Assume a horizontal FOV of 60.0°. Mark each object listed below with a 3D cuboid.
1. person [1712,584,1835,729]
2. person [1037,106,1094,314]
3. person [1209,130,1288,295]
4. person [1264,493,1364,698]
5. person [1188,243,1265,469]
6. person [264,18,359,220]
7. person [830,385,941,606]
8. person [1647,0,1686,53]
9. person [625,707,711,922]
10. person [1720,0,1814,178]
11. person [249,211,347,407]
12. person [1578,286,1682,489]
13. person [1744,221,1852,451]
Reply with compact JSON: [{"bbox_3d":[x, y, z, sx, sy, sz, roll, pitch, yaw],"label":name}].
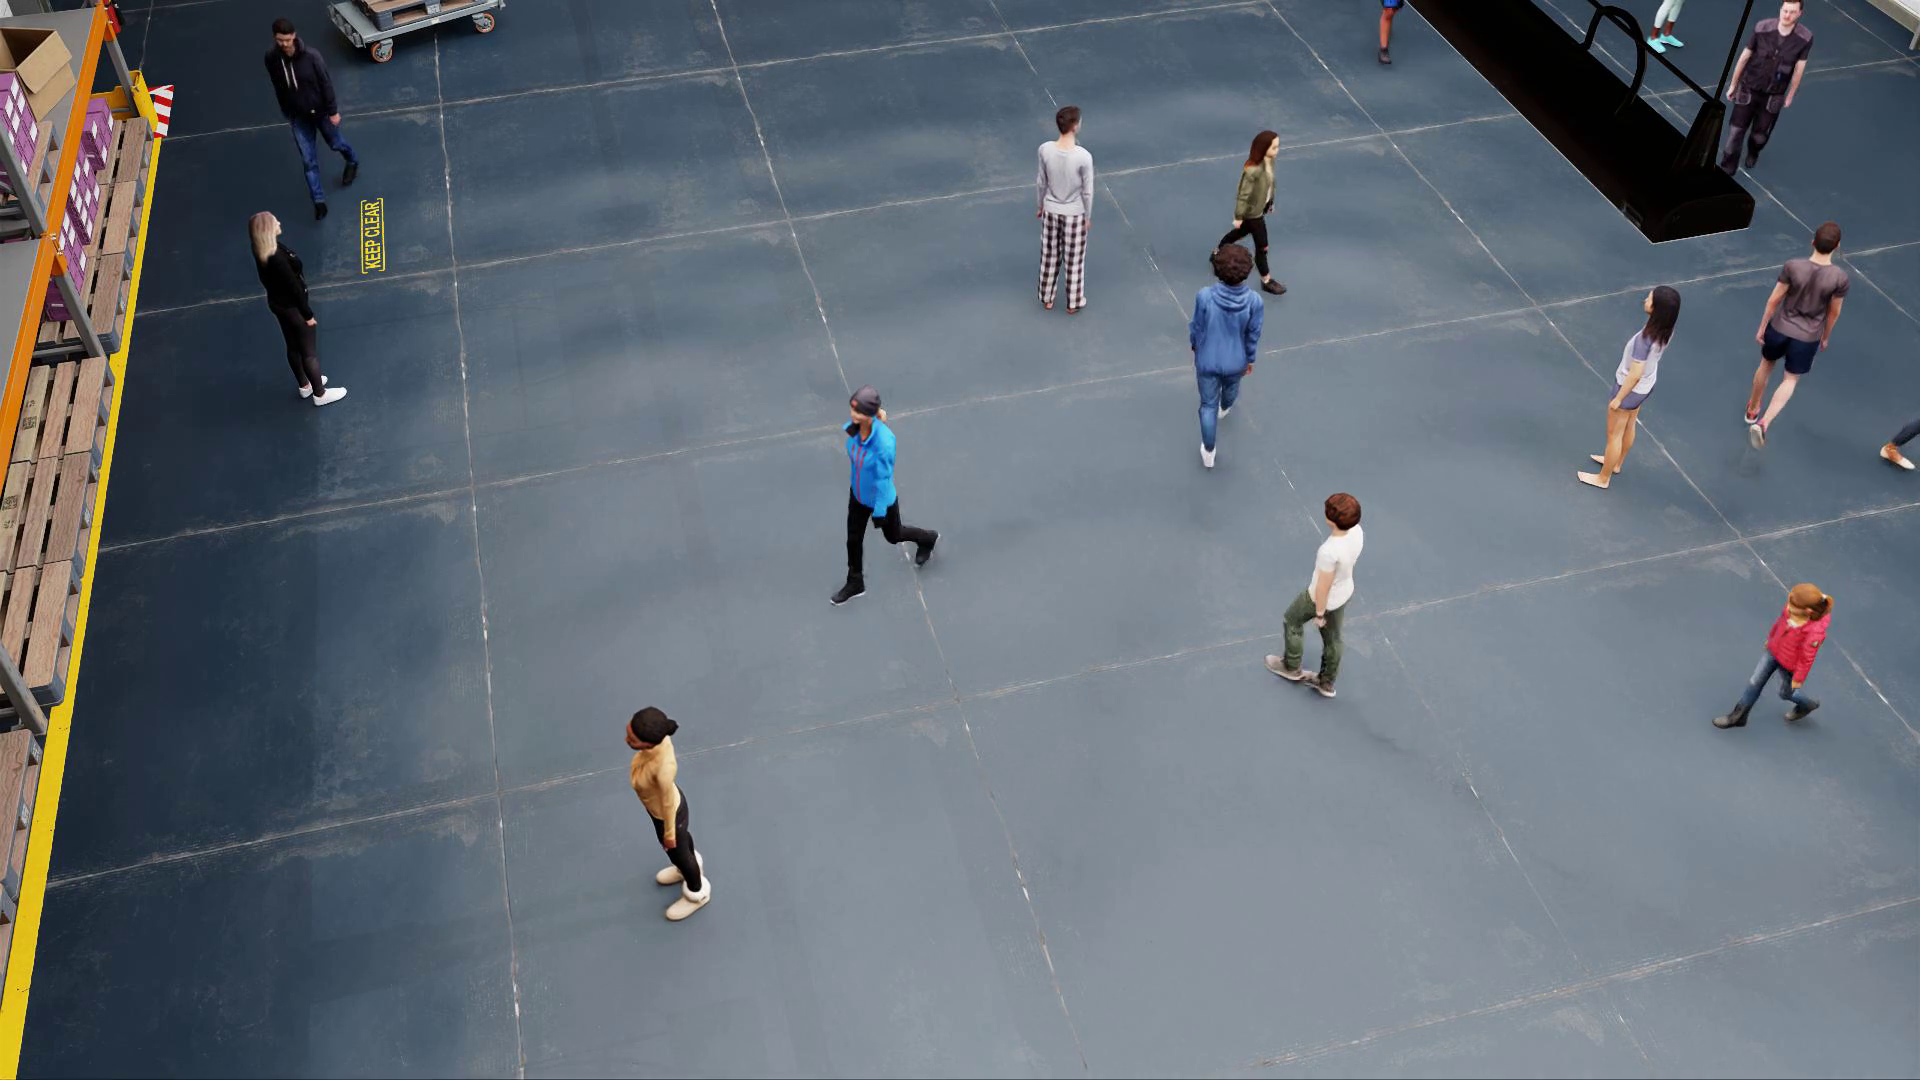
[{"bbox_3d":[5.259,0.752,10.448,0.623,1.284,0.817,-8,44,-9],"label":"person"},{"bbox_3d":[0.855,-2.690,13.653,0.712,1.847,0.745,16,46,16],"label":"person"},{"bbox_3d":[2.422,-2.812,14.079,1.067,1.437,0.993,24,49,23],"label":"person"},{"bbox_3d":[2.400,0.391,10.571,0.752,1.637,0.858,-33,52,-29],"label":"person"},{"bbox_3d":[1.925,-1.306,12.254,0.926,1.773,1.175,3,44,3],"label":"person"},{"bbox_3d":[-5.785,-3.888,14.919,0.911,1.835,1.296,2,44,2],"label":"person"},{"bbox_3d":[-0.496,-0.314,11.220,0.986,1.763,1.161,-30,51,-27],"label":"person"},{"bbox_3d":[7.446,-5.869,17.079,0.645,1.724,0.662,-31,51,-28],"label":"person"},{"bbox_3d":[-1.649,1.509,9.384,0.646,1.657,0.488,-13,45,-13],"label":"person"},{"bbox_3d":[7.310,-4.113,15.157,0.968,1.833,1.028,22,48,21],"label":"person"},{"bbox_3d":[-5.169,-1.784,12.819,0.657,1.685,0.758,31,52,28],"label":"person"},{"bbox_3d":[4.892,-1.115,12.081,0.681,1.734,0.661,31,52,29],"label":"person"},{"bbox_3d":[6.206,-1.494,12.409,1.041,1.831,1.085,23,48,22],"label":"person"}]
